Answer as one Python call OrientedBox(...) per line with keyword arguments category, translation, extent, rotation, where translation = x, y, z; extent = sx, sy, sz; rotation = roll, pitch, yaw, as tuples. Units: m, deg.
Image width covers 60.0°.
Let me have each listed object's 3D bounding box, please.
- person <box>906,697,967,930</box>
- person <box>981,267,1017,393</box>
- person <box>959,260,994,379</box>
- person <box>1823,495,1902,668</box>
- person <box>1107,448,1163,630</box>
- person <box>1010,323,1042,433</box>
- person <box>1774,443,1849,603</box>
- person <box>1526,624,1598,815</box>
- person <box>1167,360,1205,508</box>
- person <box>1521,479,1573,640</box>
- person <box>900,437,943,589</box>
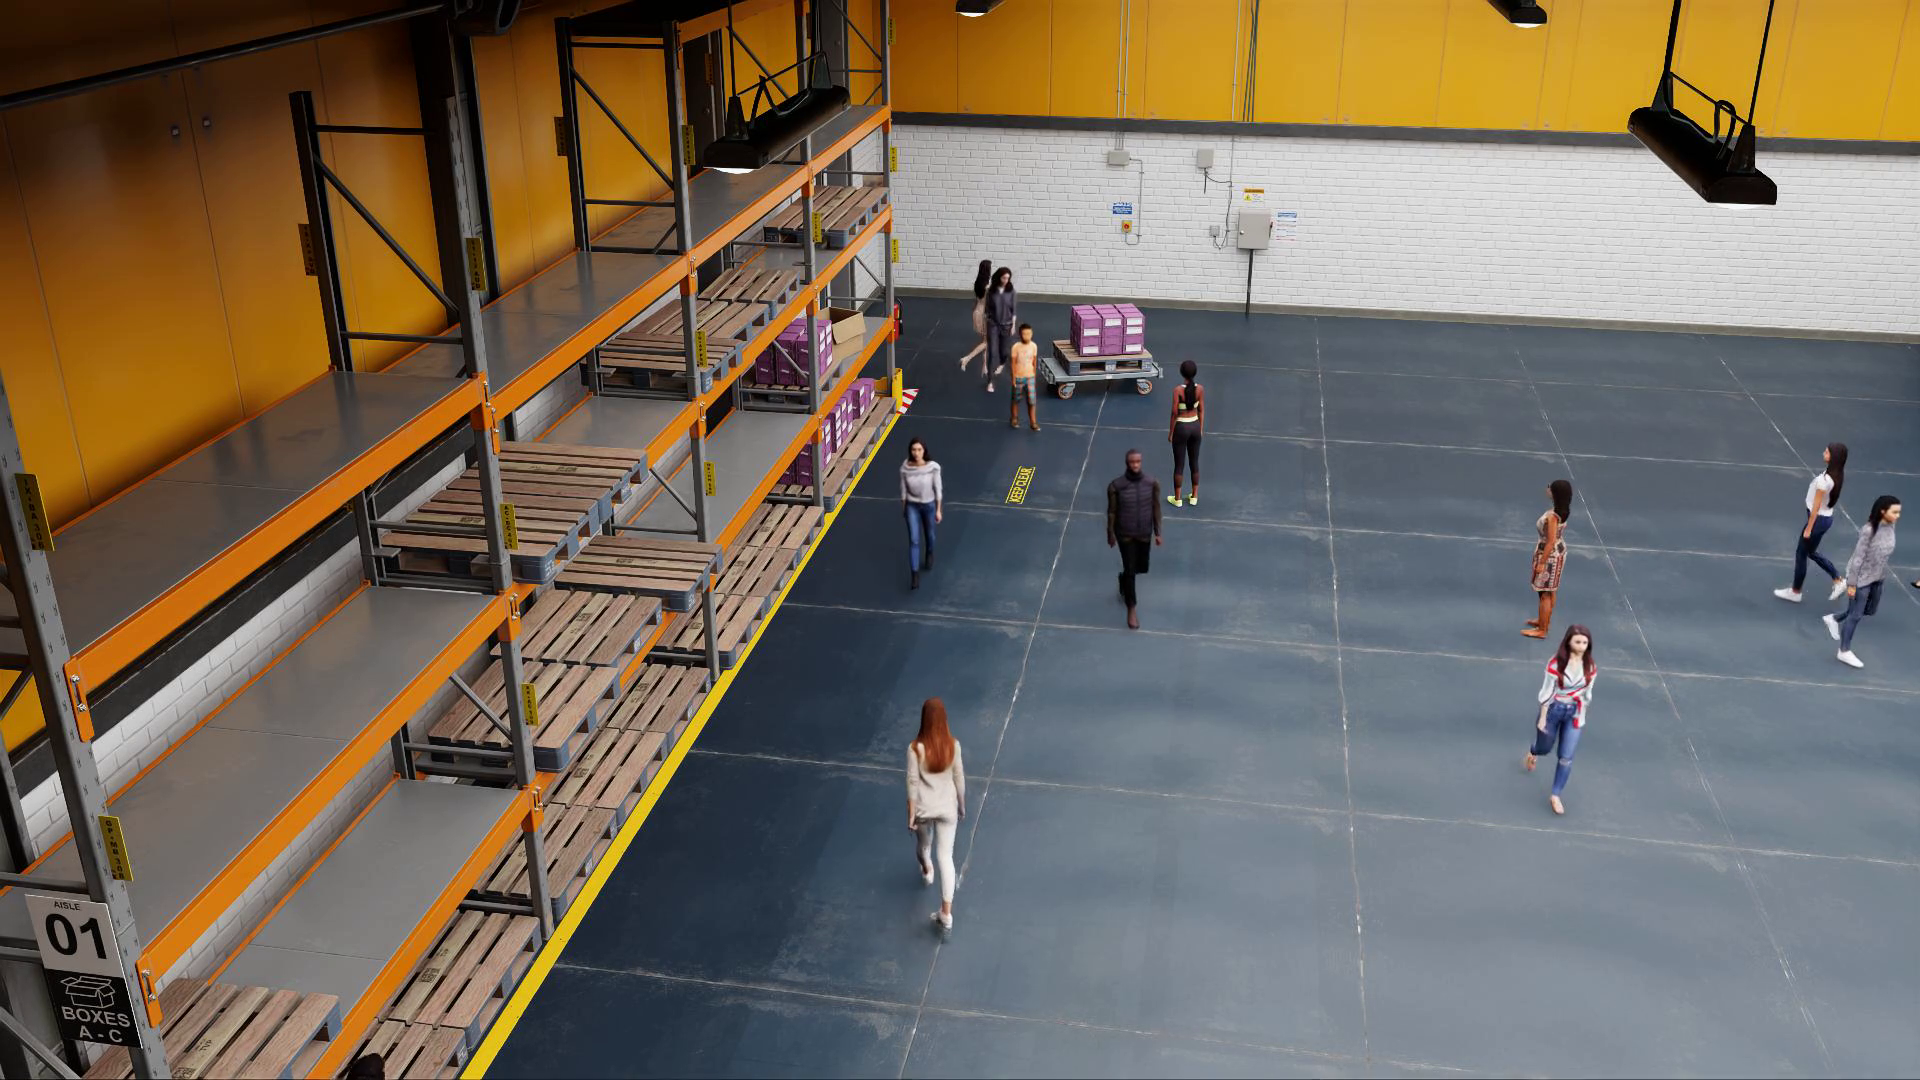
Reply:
OrientedBox(category="person", translation=(-0.172, 2.019, 12.075), extent=(0.850, 1.663, 1.222), rotation=(-4, 24, -10))
OrientedBox(category="person", translation=(0.574, -3.024, 23.535), extent=(0.745, 1.726, 1.088), rotation=(2, 24, 5))
OrientedBox(category="person", translation=(0.246, -3.133, 23.791), extent=(0.894, 1.719, 0.865), rotation=(-11, 26, -23))
OrientedBox(category="person", translation=(8.555, 0.334, 15.862), extent=(0.864, 1.718, 0.956), rotation=(-10, 26, -22))
OrientedBox(category="person", translation=(1.735, -0.078, 16.686), extent=(0.958, 1.814, 1.210), rotation=(-4, 24, -10))
OrientedBox(category="person", translation=(0.799, -2.151, 21.907), extent=(0.808, 1.430, 1.030), rotation=(-6, 24, -14))
OrientedBox(category="person", translation=(8.794, -0.130, 16.874), extent=(0.923, 1.758, 0.946), rotation=(19, 30, 37))
OrientedBox(category="person", translation=(4.887, 1.393, 13.588), extent=(0.637, 1.599, 0.942), rotation=(2, 24, 4))
OrientedBox(category="person", translation=(2.654, -1.244, 19.424), extent=(0.632, 1.756, 0.628), rotation=(-5, 24, -12))
OrientedBox(category="person", translation=(5.796, 0.169, 16.329), extent=(0.776, 1.645, 0.605), rotation=(14, 27, 28))
OrientedBox(category="person", translation=(-0.394, -0.342, 17.568), extent=(0.695, 1.589, 1.095), rotation=(2, 24, 3))
